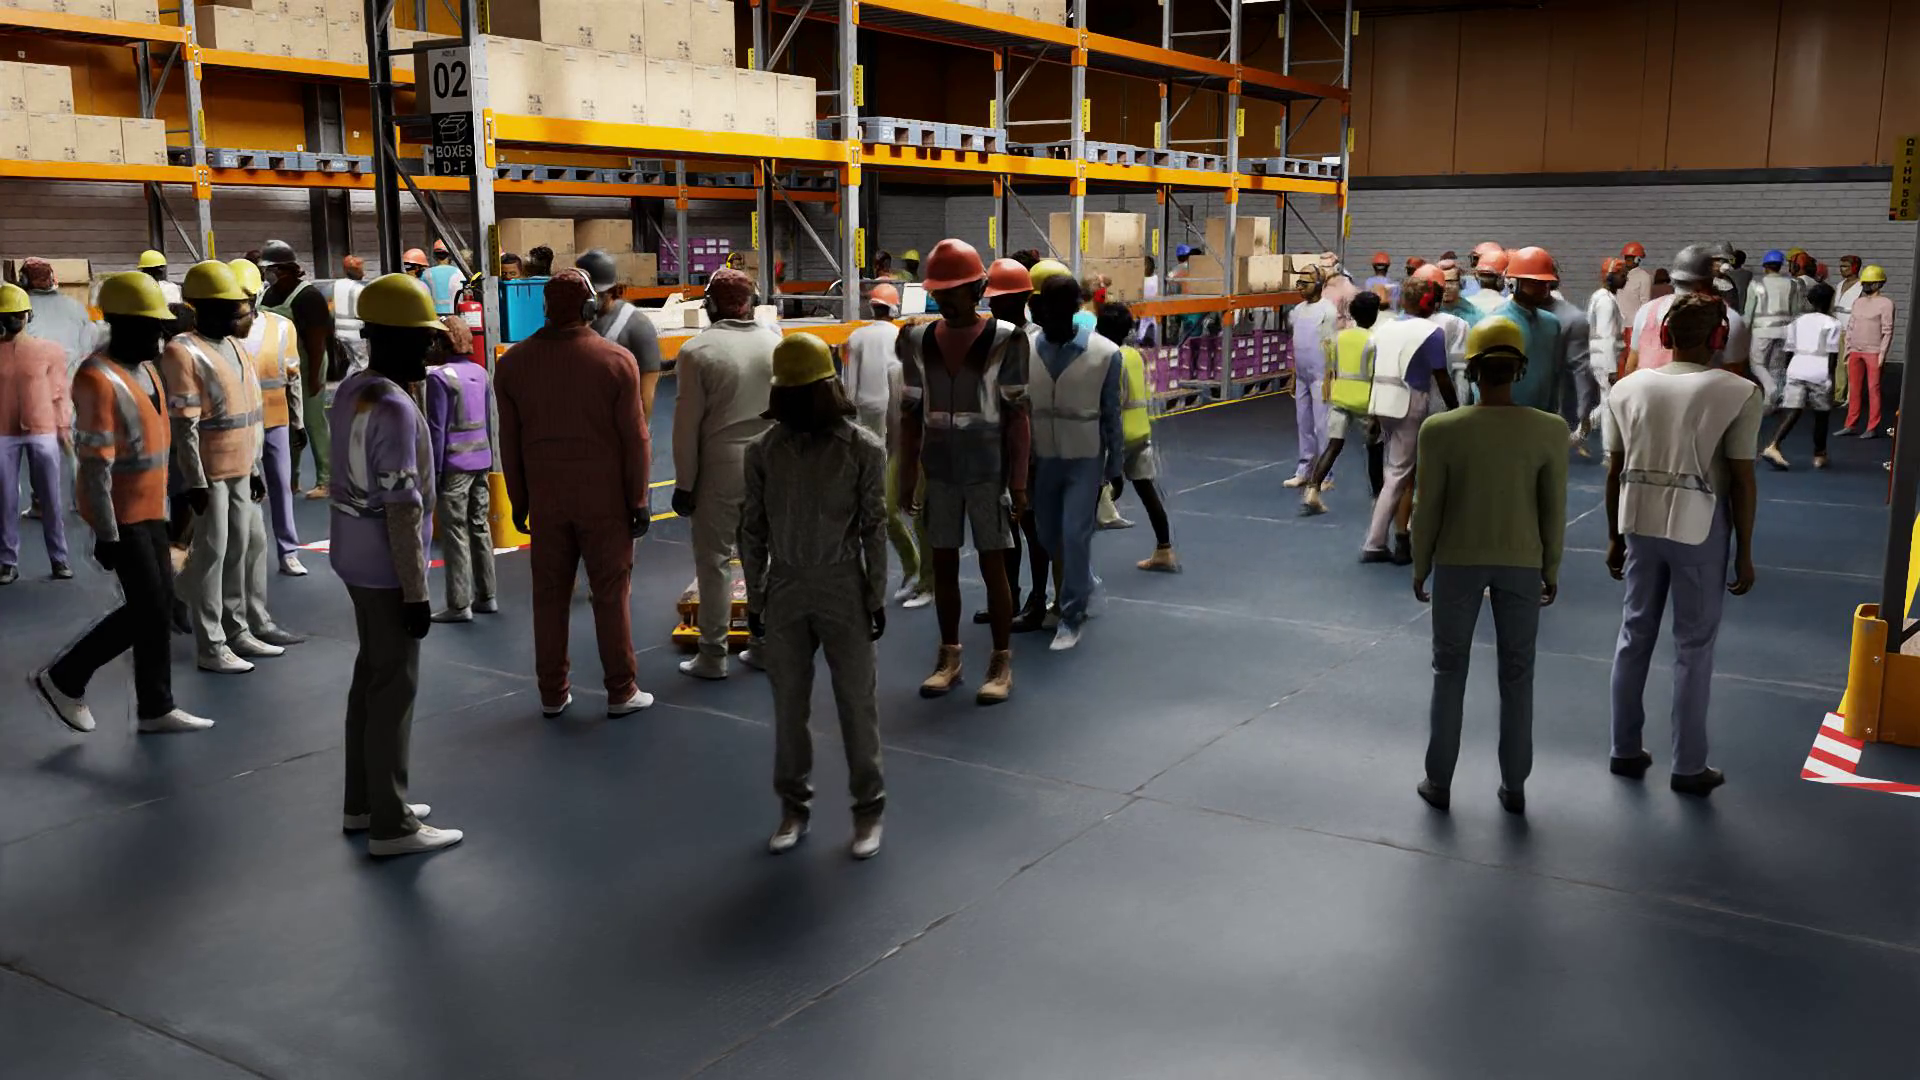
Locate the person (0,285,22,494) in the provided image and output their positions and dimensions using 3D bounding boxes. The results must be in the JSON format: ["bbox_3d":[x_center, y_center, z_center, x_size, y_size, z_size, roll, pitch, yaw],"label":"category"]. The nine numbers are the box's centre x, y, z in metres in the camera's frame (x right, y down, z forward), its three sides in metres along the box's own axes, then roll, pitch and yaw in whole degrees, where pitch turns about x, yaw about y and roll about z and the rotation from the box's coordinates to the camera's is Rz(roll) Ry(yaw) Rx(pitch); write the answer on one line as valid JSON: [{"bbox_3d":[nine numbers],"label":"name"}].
[{"bbox_3d":[-7.693,-1.339,13.043,0.379,2.044,0.607,1,10,8],"label":"person"}]

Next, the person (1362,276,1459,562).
[{"bbox_3d":[2.911,-0.764,10.563,0.902,1.788,0.572,-4,11,-19],"label":"person"}]

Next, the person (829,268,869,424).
[{"bbox_3d":[-1.136,-2.191,18.149,0.603,1.906,0.399,-5,11,-24],"label":"person"}]

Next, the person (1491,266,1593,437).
[{"bbox_3d":[3.676,-0.838,10.632,0.732,1.913,0.695,5,11,27],"label":"person"}]

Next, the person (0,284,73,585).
[{"bbox_3d":[-5.547,-0.625,9.854,0.523,1.769,0.310,-6,12,-30],"label":"person"}]

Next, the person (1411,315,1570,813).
[{"bbox_3d":[1.865,0.092,5.903,0.525,1.762,0.339,2,10,11],"label":"person"}]

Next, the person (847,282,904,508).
[{"bbox_3d":[-0.585,-1.015,12.149,0.571,1.722,0.815,5,12,28],"label":"person"}]

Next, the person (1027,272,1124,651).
[{"bbox_3d":[0.575,-0.422,8.442,0.610,1.881,0.753,5,11,26],"label":"person"}]

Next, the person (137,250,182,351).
[{"bbox_3d":[-8.124,-1.980,16.948,0.394,1.920,0.591,1,10,4],"label":"person"}]

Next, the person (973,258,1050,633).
[{"bbox_3d":[0.267,-0.485,8.641,0.386,1.929,0.543,-7,12,-34],"label":"person"}]

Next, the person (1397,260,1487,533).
[{"bbox_3d":[3.331,-0.986,11.526,0.685,1.891,0.442,1,10,5],"label":"person"}]

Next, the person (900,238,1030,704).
[{"bbox_3d":[0.006,-0.295,7.306,0.613,2.031,0.403,4,11,22],"label":"person"}]

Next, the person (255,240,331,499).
[{"bbox_3d":[-5.266,-1.335,13.027,0.686,2.000,0.538,5,11,24],"label":"person"}]

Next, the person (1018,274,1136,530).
[{"bbox_3d":[0.773,-0.945,11.563,0.877,1.802,0.615,-3,11,-15],"label":"person"}]

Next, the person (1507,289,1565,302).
[{"bbox_3d":[4.903,-1.513,14.415,0.646,1.900,0.400,-4,11,-23],"label":"person"}]

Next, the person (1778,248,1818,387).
[{"bbox_3d":[11.167,-2.953,22.345,0.586,1.920,0.384,0,10,0],"label":"person"}]

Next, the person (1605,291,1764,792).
[{"bbox_3d":[2.639,0.011,6.149,0.394,1.836,0.560,-8,13,-39],"label":"person"}]

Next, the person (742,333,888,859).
[{"bbox_3d":[-0.480,0.189,5.452,0.490,1.730,0.324,2,10,10],"label":"person"}]

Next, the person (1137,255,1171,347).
[{"bbox_3d":[2.748,-3.231,24.202,0.610,1.814,0.743,0,10,1],"label":"person"}]

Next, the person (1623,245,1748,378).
[{"bbox_3d":[4.529,-0.854,10.361,0.860,2.000,0.696,-8,13,-38],"label":"person"}]

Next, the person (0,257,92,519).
[{"bbox_3d":[-6.687,-1.111,12.186,0.402,1.902,0.640,7,12,33],"label":"person"}]

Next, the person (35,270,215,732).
[{"bbox_3d":[-3.379,-0.121,6.693,0.568,1.908,0.582,-1,10,-7],"label":"person"}]

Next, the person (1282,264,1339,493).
[{"bbox_3d":[2.841,-1.298,13.406,0.350,1.837,0.502,-5,11,-25],"label":"person"}]

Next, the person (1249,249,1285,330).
[{"bbox_3d":[4.795,-3.597,26.023,0.580,1.879,0.368,5,11,26],"label":"person"}]

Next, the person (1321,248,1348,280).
[{"bbox_3d":[5.856,-3.646,26.270,0.644,1.903,0.905,-2,10,-9],"label":"person"}]

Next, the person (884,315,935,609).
[{"bbox_3d":[-0.265,-0.426,9.150,0.546,1.616,0.345,9,14,42],"label":"person"}]

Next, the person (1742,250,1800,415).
[{"bbox_3d":[9.361,-2.370,19.117,0.631,1.912,0.676,-1,10,-5],"label":"person"}]

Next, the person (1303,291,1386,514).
[{"bbox_3d":[2.905,-1.011,12.312,0.870,1.654,0.542,-8,13,-37],"label":"person"}]

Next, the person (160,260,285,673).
[{"bbox_3d":[-3.482,-0.345,7.858,0.366,1.927,0.585,1,10,4],"label":"person"}]

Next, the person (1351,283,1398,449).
[{"bbox_3d":[3.958,-1.633,15.856,0.508,1.615,0.589,-2,10,-8],"label":"person"}]

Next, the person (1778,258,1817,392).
[{"bbox_3d":[10.240,-2.547,20.399,0.329,1.799,0.674,7,12,35],"label":"person"}]
